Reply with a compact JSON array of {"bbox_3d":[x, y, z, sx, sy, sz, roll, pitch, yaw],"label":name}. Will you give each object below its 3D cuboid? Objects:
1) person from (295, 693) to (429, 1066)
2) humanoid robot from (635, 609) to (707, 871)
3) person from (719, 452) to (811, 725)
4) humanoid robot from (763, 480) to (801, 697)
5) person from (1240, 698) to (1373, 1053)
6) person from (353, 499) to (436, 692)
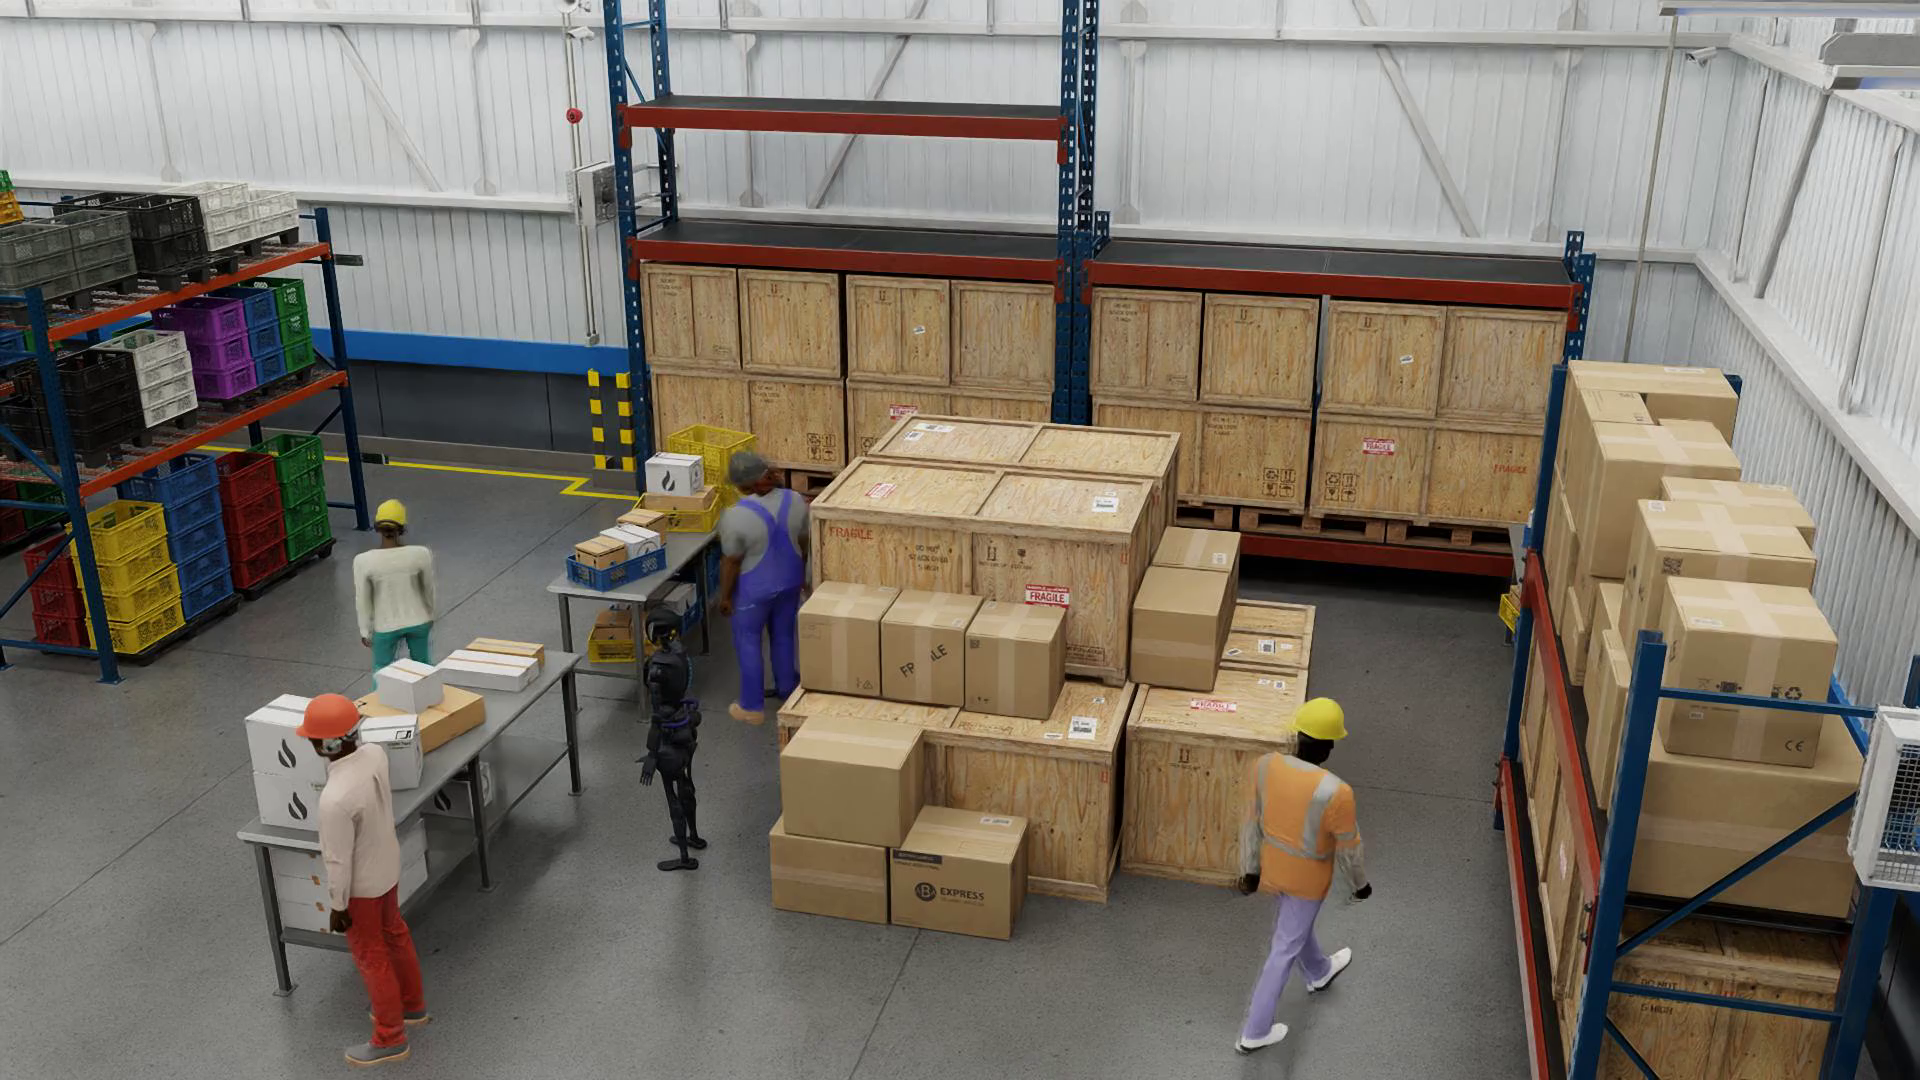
[{"bbox_3d":[-2.987,1.666,8.284,0.399,1.986,0.614,1,21,3],"label":"person"},{"bbox_3d":[-1.740,1.177,9.971,0.331,1.660,0.585,3,21,7],"label":"humanoid robot"},{"bbox_3d":[-1.409,0.290,11.809,0.719,2.000,0.535,-15,26,-34],"label":"person"},{"bbox_3d":[-1.363,0.337,12.193,0.329,1.665,0.598,2,21,4],"label":"humanoid robot"},{"bbox_3d":[1.792,1.656,8.468,0.995,1.872,0.591,-14,25,-33],"label":"person"},{"bbox_3d":[-3.876,0.569,11.487,0.543,1.746,0.361,-10,23,-24],"label":"person"}]
